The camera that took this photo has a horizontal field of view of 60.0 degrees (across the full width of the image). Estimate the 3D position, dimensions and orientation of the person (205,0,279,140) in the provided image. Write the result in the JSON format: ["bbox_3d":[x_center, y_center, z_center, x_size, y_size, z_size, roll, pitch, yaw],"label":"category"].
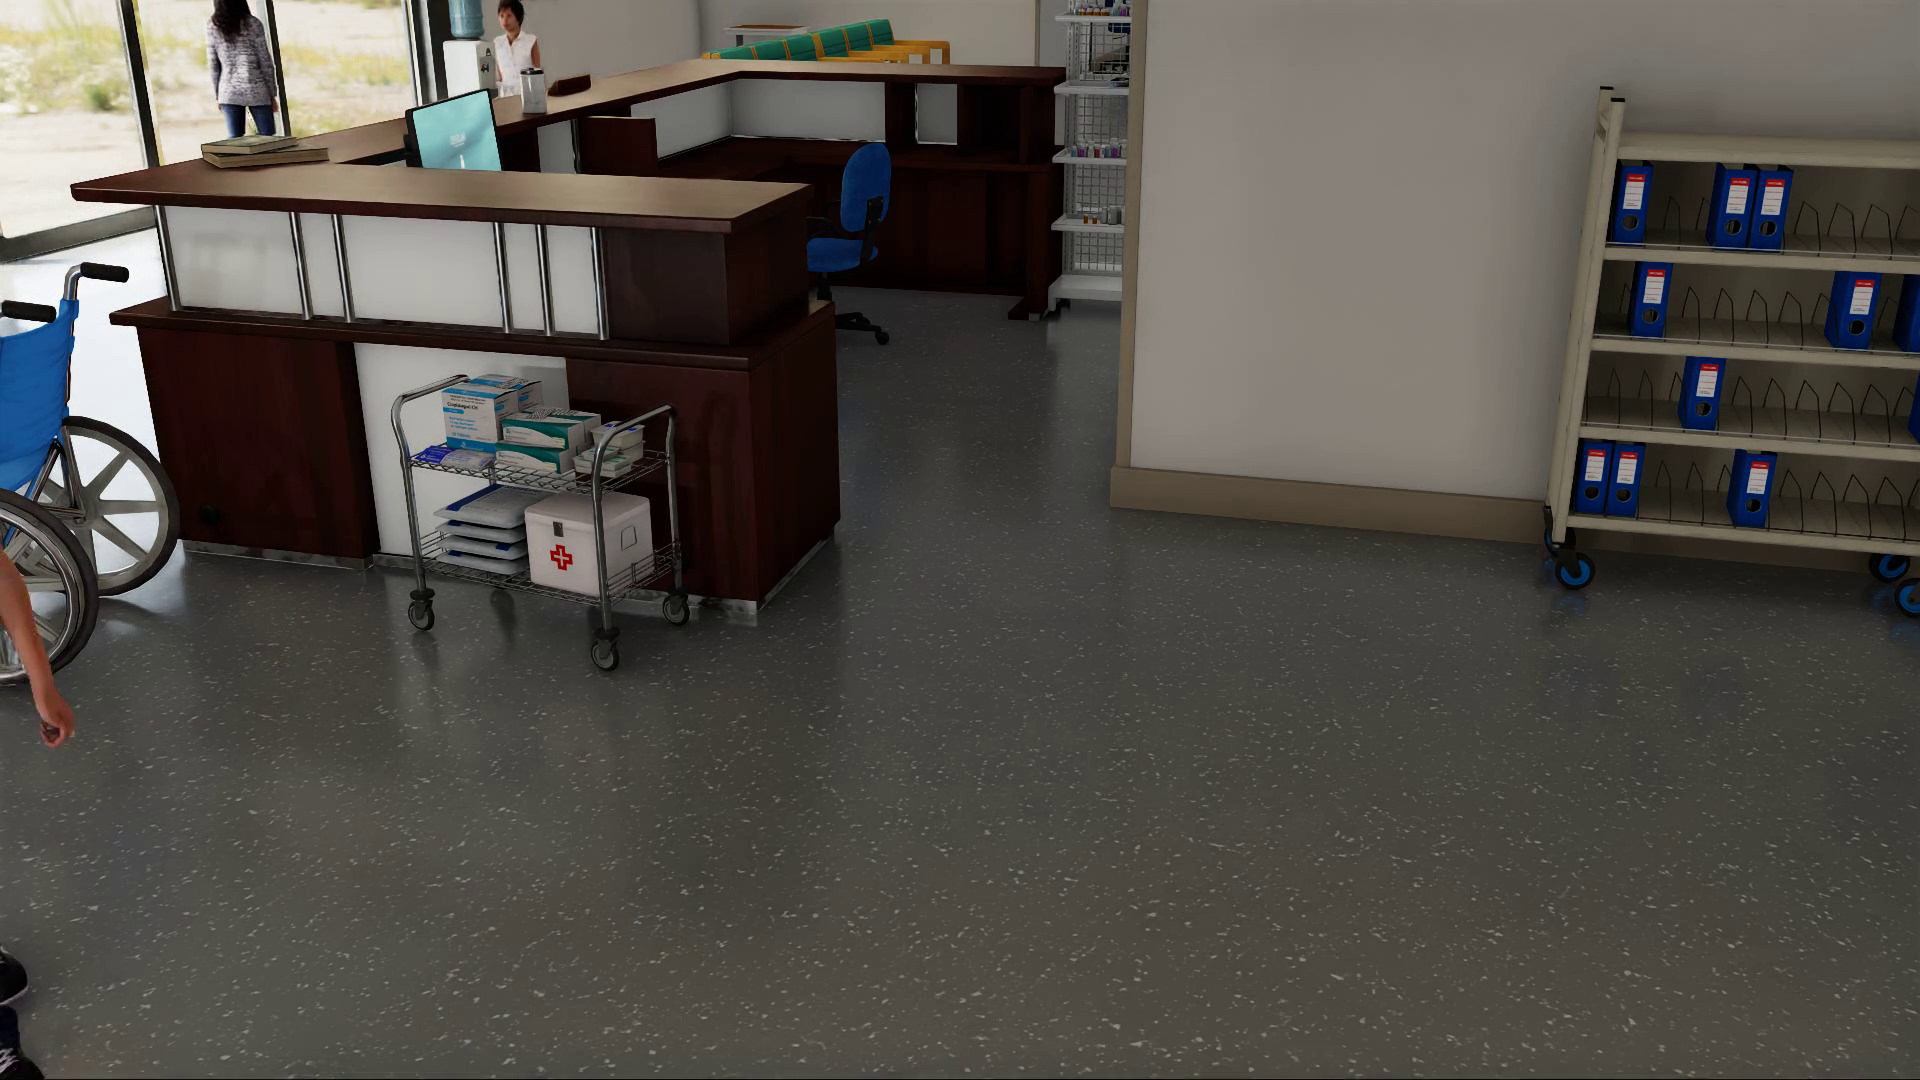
[{"bbox_3d":[-5.472,-3.401,12.689,0.626,1.734,0.758,-3,21,-9],"label":"person"}]

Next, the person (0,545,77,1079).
[{"bbox_3d":[-2.072,0.278,3.263,1.040,1.530,0.837,17,27,38],"label":"person"}]

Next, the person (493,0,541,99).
[{"bbox_3d":[-3.396,-3.420,13.041,0.985,1.520,0.744,1,21,3],"label":"person"}]
